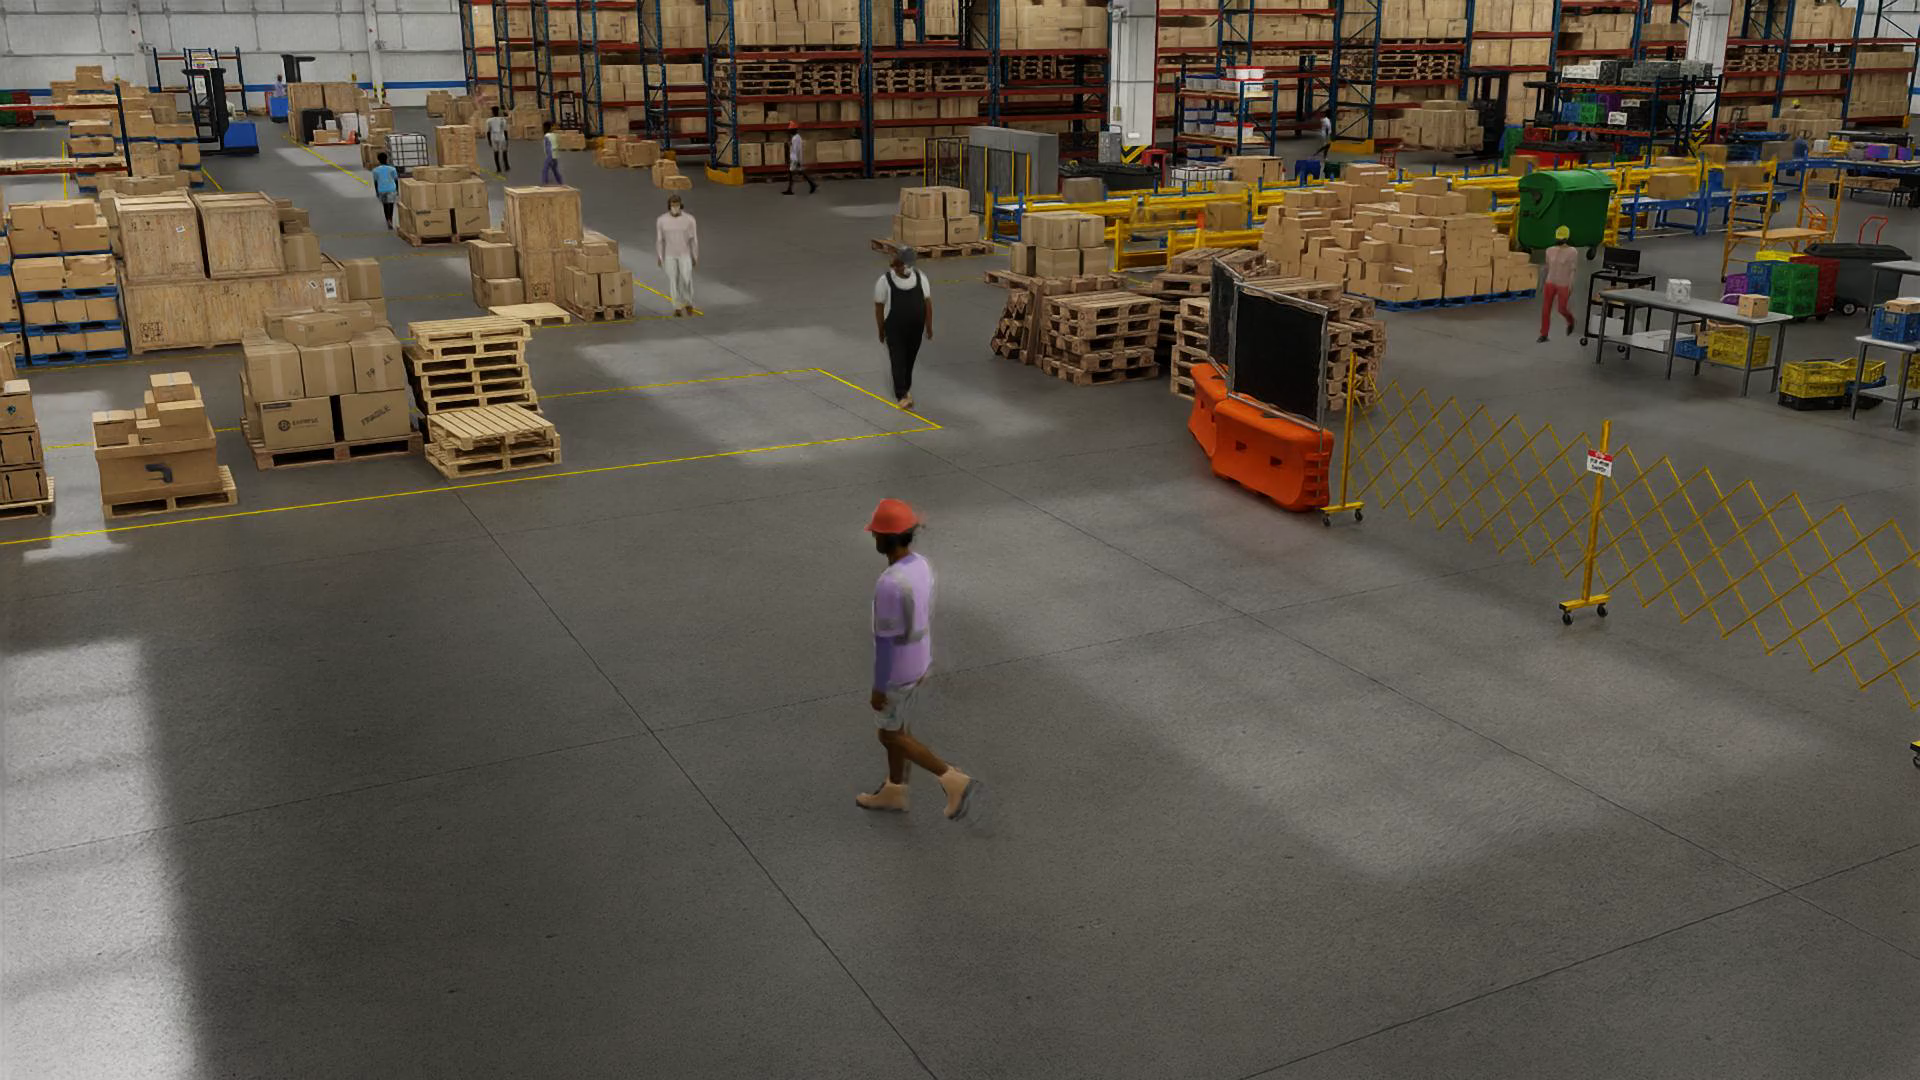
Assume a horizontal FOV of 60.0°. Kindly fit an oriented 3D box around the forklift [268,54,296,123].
[{"bbox_3d":[-28.361,-19.144,70.516,1.873,2.768,1.129,-9,20,-26],"label":"forklift"}]

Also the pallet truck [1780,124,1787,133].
[{"bbox_3d":[25.206,-12.542,52.601,1.601,1.201,0.680,0,18,-2],"label":"pallet truck"}]

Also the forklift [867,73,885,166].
[{"bbox_3d":[-2.574,-13.046,51.508,1.873,2.768,1.129,-9,20,-26],"label":"forklift"}]

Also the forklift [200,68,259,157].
[{"bbox_3d":[-24.369,-14.147,54.940,1.873,2.768,1.129,-9,20,-26],"label":"forklift"}]

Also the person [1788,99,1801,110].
[{"bbox_3d":[28.216,-14.022,56.331,0.604,1.783,0.949,-7,19,-22],"label":"person"}]

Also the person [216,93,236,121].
[{"bbox_3d":[-25.064,-14.296,56.830,0.623,1.993,0.384,-9,20,-26],"label":"person"}]

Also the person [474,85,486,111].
[{"bbox_3d":[-18.371,-16.425,63.629,0.676,1.891,0.431,16,24,41],"label":"person"}]

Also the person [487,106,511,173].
[{"bbox_3d":[-13.741,-11.945,49.574,0.638,1.941,0.774,0,18,-1],"label":"person"}]

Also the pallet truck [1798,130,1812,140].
[{"bbox_3d":[25.526,-11.556,49.408,1.630,1.274,0.653,-9,20,-26],"label":"pallet truck"}]

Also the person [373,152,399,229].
[{"bbox_3d":[-12.802,-7.799,37.104,0.519,1.660,0.843,-2,18,-6],"label":"person"}]

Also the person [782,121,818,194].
[{"bbox_3d":[-4.231,-10.052,43.756,0.893,1.908,0.553,0,18,0],"label":"person"}]

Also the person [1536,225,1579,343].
[{"bbox_3d":[8.826,-3.769,24.433,0.604,1.739,0.546,-16,24,-41],"label":"person"}]

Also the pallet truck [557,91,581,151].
[{"bbox_3d":[-13.495,-14.412,57.188,0.823,1.965,1.885,-3,18,-9],"label":"pallet truck"}]

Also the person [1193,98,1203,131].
[{"bbox_3d":[9.397,-17.218,66.110,0.630,1.889,0.668,-5,19,-16],"label":"person"}]

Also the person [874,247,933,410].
[{"bbox_3d":[-0.658,-2.663,20.491,0.680,2.000,1.050,-7,19,-21],"label":"person"}]

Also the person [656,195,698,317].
[{"bbox_3d":[-4.484,-4.492,26.380,0.641,1.922,0.464,-1,18,-4],"label":"person"}]

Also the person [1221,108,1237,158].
[{"bbox_3d":[8.732,-13.167,53.865,0.533,1.646,0.889,-12,21,-32],"label":"person"}]

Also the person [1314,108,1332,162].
[{"bbox_3d":[11.571,-12.844,52.799,0.469,1.679,0.544,3,18,11],"label":"person"}]

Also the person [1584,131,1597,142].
[{"bbox_3d":[18.659,-11.879,49.462,0.971,1.907,0.597,4,18,13],"label":"person"}]

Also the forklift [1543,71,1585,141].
[{"bbox_3d":[18.685,-13.231,52.085,1.873,2.768,1.129,-9,20,-26],"label":"forklift"}]

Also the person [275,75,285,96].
[{"bbox_3d":[-29.627,-19.305,72.565,0.444,1.920,0.649,-6,19,-17],"label":"person"}]

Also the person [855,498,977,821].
[{"bbox_3d":[-0.277,0.745,9.885,0.723,2.028,0.612,5,19,16],"label":"person"}]

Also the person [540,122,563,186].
[{"bbox_3d":[-10.843,-10.000,43.604,0.899,1.880,0.629,2,18,7],"label":"person"}]

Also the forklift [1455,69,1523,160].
[{"bbox_3d":[17.204,-13.739,53.667,1.873,2.768,1.129,-9,20,-26],"label":"forklift"}]
